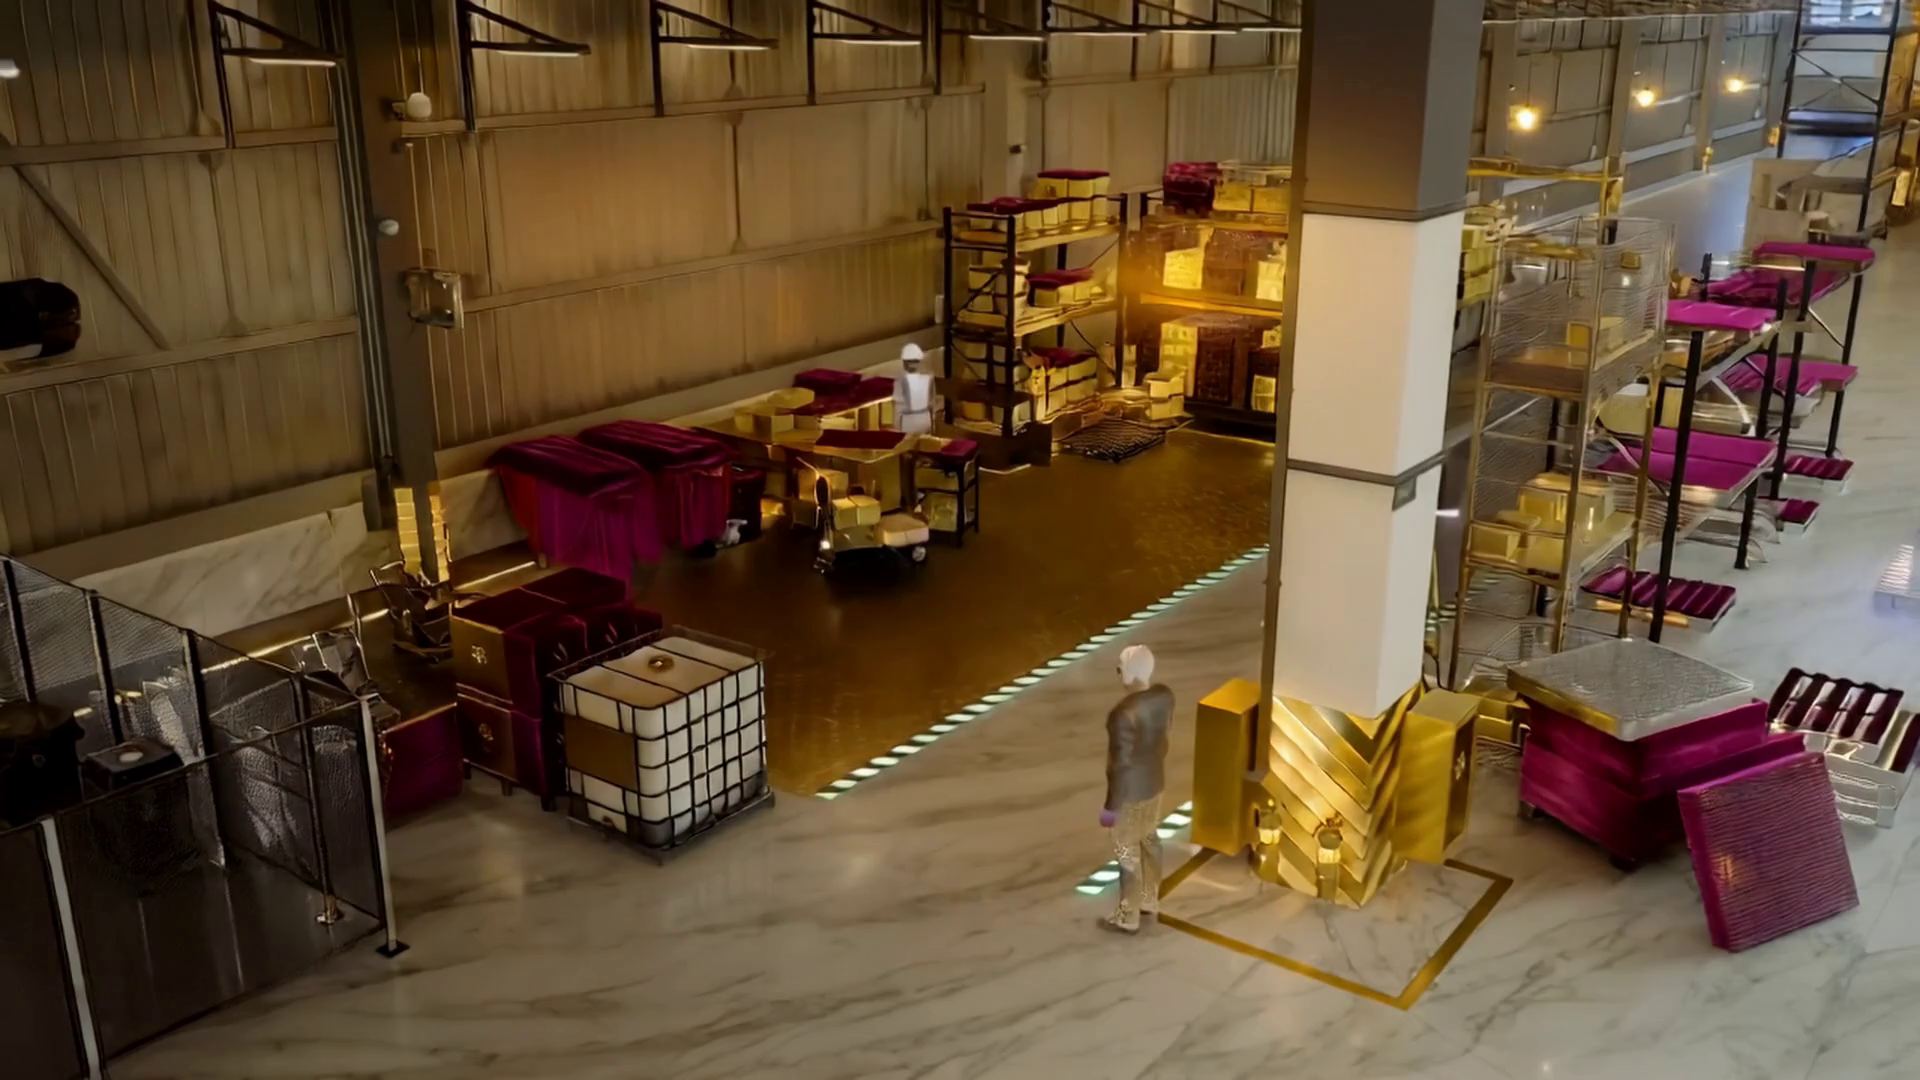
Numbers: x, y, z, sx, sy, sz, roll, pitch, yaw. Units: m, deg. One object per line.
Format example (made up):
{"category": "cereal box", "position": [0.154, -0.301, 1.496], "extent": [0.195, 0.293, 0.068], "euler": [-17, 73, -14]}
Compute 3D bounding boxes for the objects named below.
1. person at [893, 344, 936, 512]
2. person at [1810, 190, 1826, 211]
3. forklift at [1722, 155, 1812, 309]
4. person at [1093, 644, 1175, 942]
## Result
{"category": "person", "position": [-0.533, -1.285, 19.046], "extent": [0.542, 1.938, 0.357], "euler": [-11, 21, -30]}
{"category": "person", "position": [17.549, -6.283, 34.414], "extent": [0.988, 1.904, 0.634], "euler": [8, 20, 22]}
{"category": "forklift", "position": [15.442, -5.883, 31.623], "extent": [1.129, 2.768, 1.873], "euler": [13, 22, 34]}
{"category": "person", "position": [1.080, 1.557, 10.343], "extent": [0.364, 1.939, 0.636], "euler": [13, 22, 34]}
